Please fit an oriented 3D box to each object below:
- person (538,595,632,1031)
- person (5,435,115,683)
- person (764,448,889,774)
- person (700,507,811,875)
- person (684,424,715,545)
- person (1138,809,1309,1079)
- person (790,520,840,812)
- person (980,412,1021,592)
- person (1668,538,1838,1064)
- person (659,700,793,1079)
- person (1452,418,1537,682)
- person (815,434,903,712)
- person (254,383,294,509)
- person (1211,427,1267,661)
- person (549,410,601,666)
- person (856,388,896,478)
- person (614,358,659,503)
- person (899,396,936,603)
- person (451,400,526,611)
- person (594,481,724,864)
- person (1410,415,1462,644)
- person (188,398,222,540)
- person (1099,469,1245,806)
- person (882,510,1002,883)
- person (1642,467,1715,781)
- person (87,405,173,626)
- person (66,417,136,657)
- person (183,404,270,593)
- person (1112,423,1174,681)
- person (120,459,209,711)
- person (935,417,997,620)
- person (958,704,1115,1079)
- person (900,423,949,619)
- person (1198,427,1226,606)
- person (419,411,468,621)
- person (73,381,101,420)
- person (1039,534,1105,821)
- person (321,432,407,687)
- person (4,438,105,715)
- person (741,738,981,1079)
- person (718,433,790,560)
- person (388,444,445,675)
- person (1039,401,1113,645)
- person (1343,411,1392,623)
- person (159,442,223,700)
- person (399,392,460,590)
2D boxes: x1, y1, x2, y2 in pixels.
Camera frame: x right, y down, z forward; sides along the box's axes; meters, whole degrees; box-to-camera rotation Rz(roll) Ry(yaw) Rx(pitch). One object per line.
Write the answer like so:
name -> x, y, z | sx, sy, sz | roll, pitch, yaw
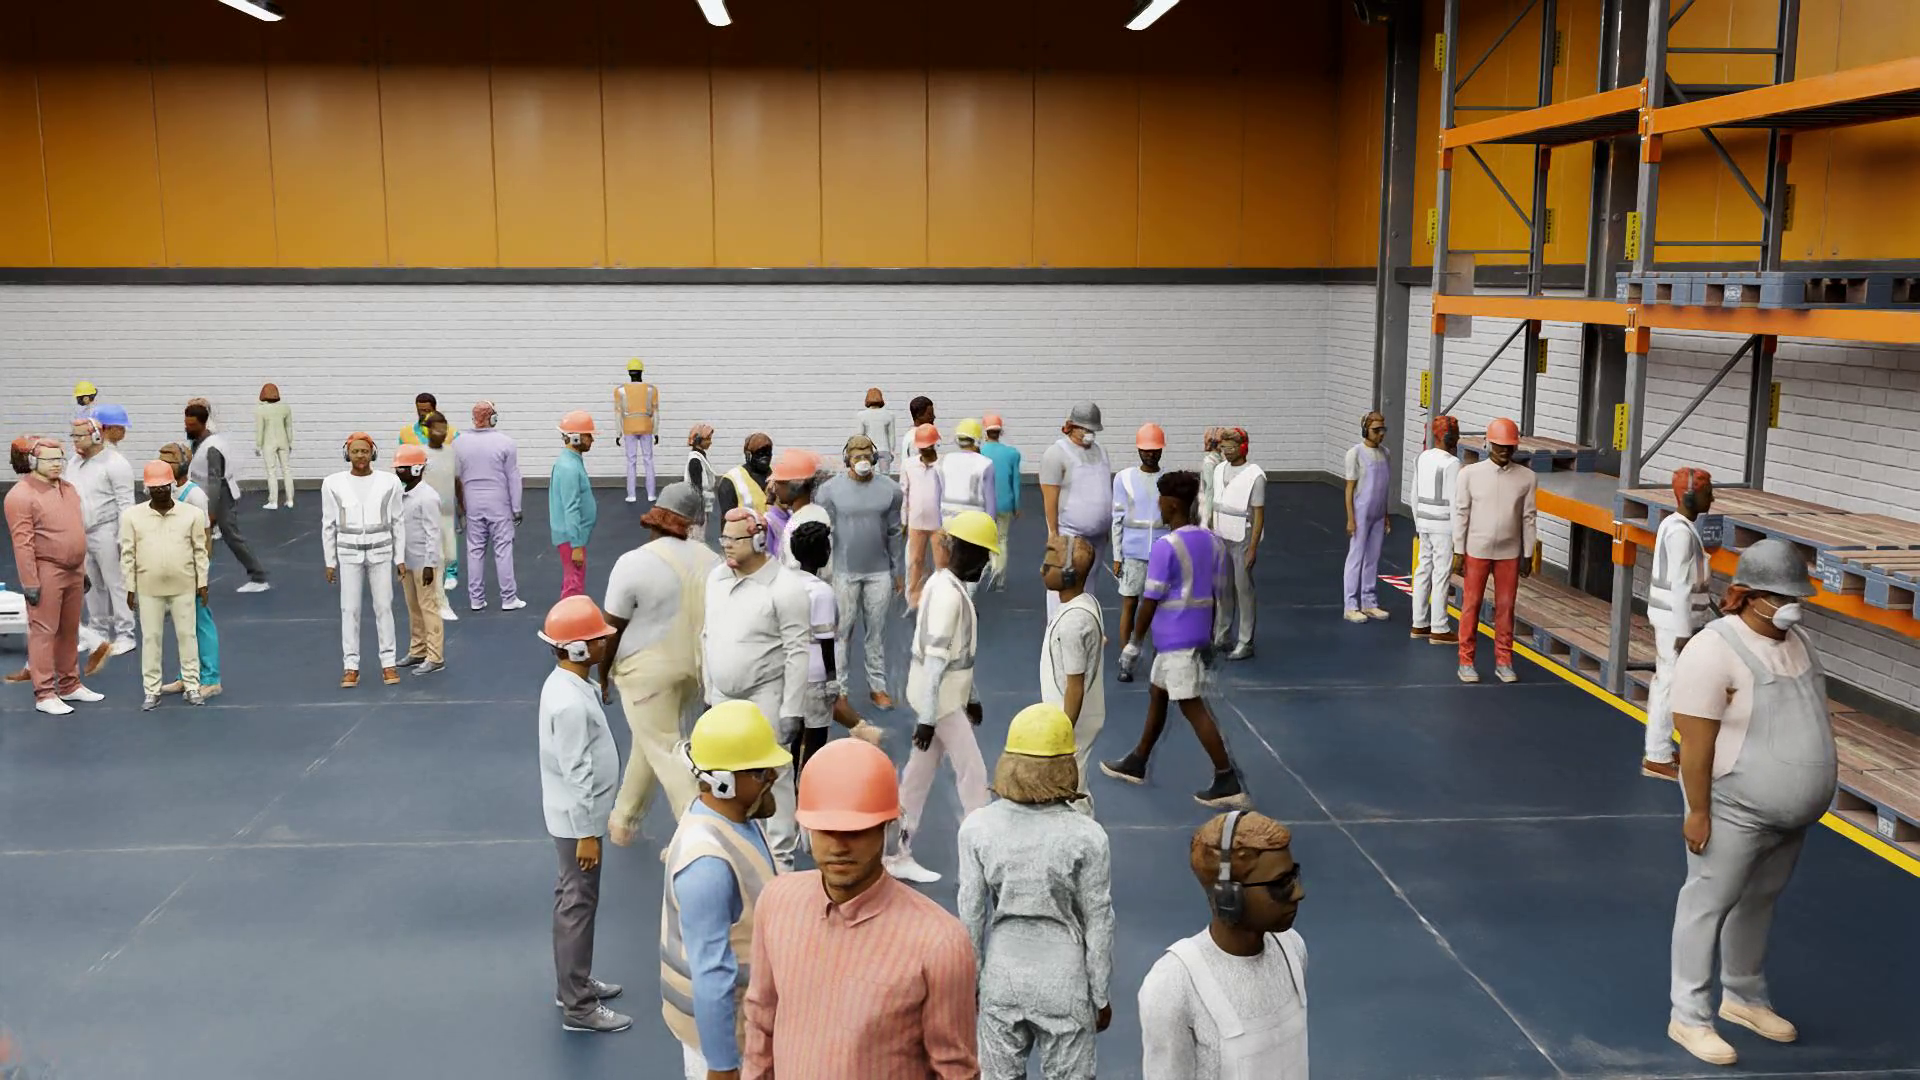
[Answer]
person -> -1.520, 1.089, 6.707 | 0.320, 1.755, 0.569 | -3, 9, -16
person -> -6.764, 0.144, 12.335 | 0.629, 1.869, 0.593 | -5, 11, -30
person -> -0.836, 0.458, 9.891 | 0.767, 2.022, 0.611 | 1, 9, 9
person -> -1.034, 0.785, 8.147 | 0.643, 1.909, 0.400 | 7, 11, 37
person -> -2.446, -0.273, 15.627 | 0.311, 1.640, 0.512 | -1, 9, -7
person -> 0.619, 1.509, 3.790 | 0.514, 1.846, 0.336 | -8, 12, -41
person -> -0.823, 0.733, 9.129 | 0.317, 1.695, 0.540 | -6, 11, -34
person -> 0.326, -0.339, 15.752 | 0.567, 1.738, 0.507 | -3, 10, -18
person -> 3.092, 0.992, 6.432 | 0.688, 2.000, 0.536 | -5, 10, -29
person -> -0.652, 1.355, 4.799 | 0.404, 1.834, 0.591 | 0, 9, -3
person -> 3.964, 0.082, 12.338 | 0.605, 1.986, 0.402 | 1, 9, 4
person -> -0.685, 0.231, 11.527 | 0.631, 1.939, 0.370 | -3, 10, -20
person -> -8.890, -1.216, 21.565 | 0.278, 1.634, 0.498 | 8, 12, 40
person -> 2.185, 0.022, 13.146 | 0.389, 1.840, 0.567 | -6, 11, -31
person -> -2.971, -0.012, 12.912 | 0.406, 1.987, 0.615 | -2, 9, -13
person -> -1.047, -1.078, 20.709 | 0.497, 1.632, 0.289 | -2, 9, -14
person -> -4.299, -1.452, 22.151 | 0.587, 1.922, 0.383 | -2, 9, -14
person -> -0.385, -0.371, 15.370 | 0.384, 1.918, 0.596 | 0, 9, -3
person -> -4.236, -0.303, 14.982 | 0.638, 1.909, 0.407 | 1, 9, 6
person -> -1.575, 0.639, 8.648 | 0.934, 2.000, 0.672 | 6, 11, 31
person -> 3.946, -0.087, 13.696 | 0.342, 1.882, 0.587 | -3, 10, -19
person -> -8.629, -0.810, 19.047 | 0.316, 1.630, 0.509 | -1, 9, -5
person -> 1.257, 0.554, 9.590 | 1.000, 1.922, 0.624 | 6, 11, 33
person -> 0.023, 0.794, 8.213 | 0.930, 1.861, 0.663 | 0, 9, -2
person -> 4.328, 0.496, 10.032 | 0.337, 1.882, 0.583 | 3, 10, 19
person -> -7.162, -0.199, 14.302 | 0.904, 1.905, 0.621 | 0, 9, 3
person -> -6.876, -0.026, 13.245 | 0.654, 1.906, 0.407 | 4, 10, 23
person -> -6.995, -0.359, 15.549 | 0.661, 1.844, 0.996 | 9, 13, 44
person -> 1.401, 0.094, 12.388 | 0.543, 1.939, 0.355 | 0, 9, -3
person -> -5.549, 0.307, 11.627 | 0.559, 1.752, 0.326 | -4, 10, -25
person -> 0.039, -0.141, 14.257 | 0.621, 1.814, 0.616 | 5, 10, 30
person -> 0.241, 1.357, 5.095 | 0.483, 1.736, 0.311 | 3, 10, 19
person -> -0.276, -0.159, 14.592 | 0.563, 1.739, 0.353 | 3, 9, 16
person -> 2.335, -0.220, 15.294 | 0.307, 1.639, 0.525 | 3, 9, 16
person -> -4.653, -0.234, 14.740 | 0.703, 1.845, 0.524 | 9, 13, 44
person -> -10.422, -1.025, 19.978 | 0.525, 1.760, 0.341 | 6, 11, 35
person -> 0.499, 0.883, 7.728 | 0.345, 1.847, 0.508 | 1, 9, 7
person -> -4.386, 0.141, 12.263 | 0.582, 1.884, 0.351 | -3, 10, -19
person -> -6.279, 0.242, 11.565 | 0.407, 1.906, 0.641 | 1, 9, 5
person -> -0.249, 1.425, 3.843 | 0.622, 1.996, 0.369 | 5, 11, 31
person -> -1.521, 0.104, 12.633 | 0.625, 1.843, 0.430 | -8, 12, -40
person -> -4.153, 0.141, 12.673 | 0.330, 1.751, 0.563 | -8, 12, -43
person -> 0.995, -0.127, 13.453 | 0.683, 2.000, 0.536 | -8, 12, -40
person -> 3.575, -0.203, 14.546 | 0.514, 1.844, 0.333 | -6, 11, -34
person -> -5.532, 0.220, 11.883 | 0.517, 1.845, 0.324 | 6, 11, 35
person -> -5.088, -0.470, 16.032 | 0.595, 1.911, 0.384 | 1, 9, 4
